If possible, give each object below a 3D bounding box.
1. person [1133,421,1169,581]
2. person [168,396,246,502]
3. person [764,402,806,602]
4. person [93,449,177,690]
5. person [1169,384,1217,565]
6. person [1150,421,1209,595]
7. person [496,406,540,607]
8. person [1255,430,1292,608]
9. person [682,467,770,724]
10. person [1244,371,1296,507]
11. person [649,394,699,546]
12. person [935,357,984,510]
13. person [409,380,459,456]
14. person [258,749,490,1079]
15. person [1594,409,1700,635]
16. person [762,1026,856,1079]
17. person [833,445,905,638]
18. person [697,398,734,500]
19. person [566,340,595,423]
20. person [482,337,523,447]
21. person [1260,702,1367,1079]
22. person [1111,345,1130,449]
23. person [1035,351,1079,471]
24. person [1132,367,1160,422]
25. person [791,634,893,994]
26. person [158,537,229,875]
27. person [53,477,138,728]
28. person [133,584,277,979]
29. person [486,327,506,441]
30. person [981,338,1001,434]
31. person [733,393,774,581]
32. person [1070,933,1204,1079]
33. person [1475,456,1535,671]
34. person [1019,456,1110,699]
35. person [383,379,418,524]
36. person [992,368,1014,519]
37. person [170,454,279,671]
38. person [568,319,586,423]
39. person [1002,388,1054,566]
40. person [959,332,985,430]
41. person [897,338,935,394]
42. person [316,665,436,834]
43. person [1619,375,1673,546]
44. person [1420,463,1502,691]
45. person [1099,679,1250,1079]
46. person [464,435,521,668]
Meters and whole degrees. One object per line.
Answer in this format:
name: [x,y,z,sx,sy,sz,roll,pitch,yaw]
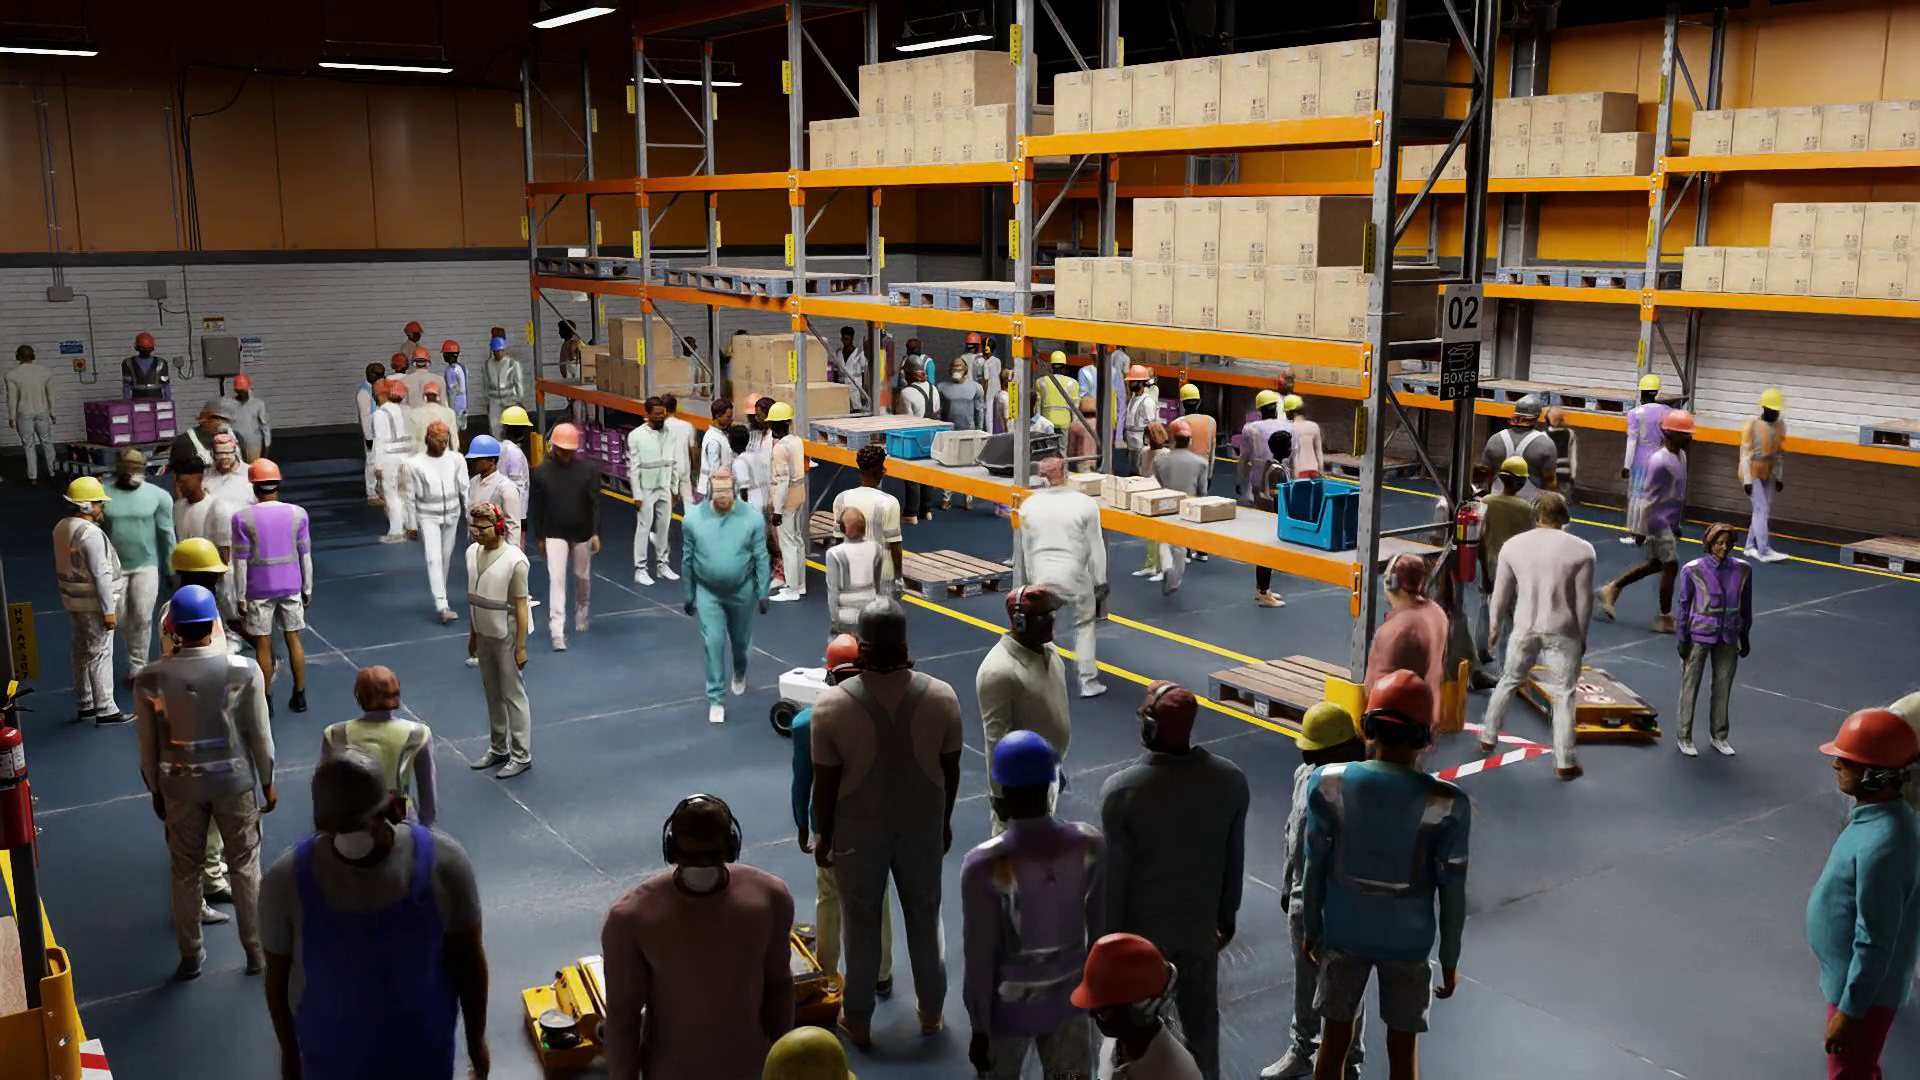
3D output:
person: [1.981,-0.398,16.936,0.268,1.630,0.507,-6,12,-27]
person: [-7.138,-0.397,15.885,0.541,2.000,0.721,10,15,41]
person: [-1.689,-0.365,16.012,0.382,1.924,0.594,2,11,12]
person: [-6.477,0.236,12.988,0.676,1.899,0.543,-4,12,-21]
person: [2.448,-0.696,17.722,0.585,1.921,0.383,-6,12,-27]
person: [2.103,-0.280,16.101,0.605,1.717,0.645,1,11,4]
person: [-4.206,-0.308,15.757,0.395,1.919,0.582,-5,12,-24]
person: [2.983,-0.205,15.817,0.322,1.687,0.533,1,11,3]
person: [-1.754,0.358,12.477,0.650,1.876,0.880,-2,11,-9]
person: [3.987,-1.226,20.799,0.996,1.792,0.573,8,13,35]
person: [-3.113,-0.697,18.133,0.533,1.760,1.123,-6,13,-28]
person: [-0.017,-1.335,20.948,0.635,1.936,0.352,1,11,3]
person: [-6.338,-1.048,20.027,0.580,1.726,0.629,-1,11,-6]
person: [-1.886,1.641,5.456,0.688,2.000,0.767,-5,12,-25]
person: [6.161,-0.180,14.840,0.881,2.020,0.596,8,14,37]
person: [-0.392,2.045,4.181,0.486,1.733,0.326,9,14,39]
person: [-0.682,0.240,12.814,0.603,1.966,0.368,6,13,29]
person: [-2.409,-0.459,16.554,0.399,1.909,0.600,-1,11,-4]
person: [-5.908,-2.259,26.109,0.533,1.772,0.296,0,11,1]
person: [-6.838,-2.098,24.955,0.624,1.901,0.992,0,11,0]
person: [1.511,1.507,6.924,0.308,1.736,0.485,-7,13,-33]
person: [2.531,-2.363,26.481,0.348,1.836,0.517,-8,14,-35]
person: [1.285,-1.552,22.126,0.581,1.919,0.399,1,11,5]
person: [2.579,-1.595,23.090,0.506,1.625,0.281,-10,15,-41]
person: [-0.520,1.307,7.929,0.564,1.743,0.351,-1,11,-3]
person: [-4.277,0.929,9.409,0.385,1.920,0.585,-1,11,-6]
person: [-6.308,0.448,12.102,0.600,1.827,0.404,8,14,37]
person: [-3.655,1.175,8.109,0.607,1.940,0.416,-2,11,-12]
person: [-7.641,-2.572,27.451,0.354,1.878,0.582,-5,12,-25]
person: [0.457,-2.129,25.219,0.328,1.862,0.510,5,12,25]
person: [-2.049,-0.527,16.851,0.545,1.929,0.386,3,11,13]
person: [0.532,1.946,4.779,0.721,1.713,0.572,-4,12,-20]
person: [4.469,0.190,13.604,0.341,1.760,0.525,-7,13,-32]
person: [0.793,0.298,12.774,0.712,1.877,0.475,5,12,25]
person: [-6.762,-1.064,20.040,0.341,1.747,0.570,6,12,26]
person: [0.567,-1.185,20.422,0.346,1.845,0.505,-3,11,-13]
person: [-5.755,0.267,12.821,0.601,1.925,0.992,3,12,17]
person: [-6.615,-2.816,28.550,0.378,1.932,0.626,0,11,-1]
person: [0.725,-0.653,17.510,0.599,1.915,0.376,9,14,39]
person: [0.188,-2.207,25.446,0.543,1.929,0.387,8,14,37]
person: [-0.693,-2.164,25.451,0.631,1.837,0.428,6,13,29]
person: [-2.741,1.381,7.852,0.532,1.611,0.574,-3,11,-15]
person: [7.716,-0.895,18.722,0.589,1.928,0.384,-3,12,-16]
person: [3.956,0.276,13.081,0.571,1.785,0.959,-11,15,-43]
person: [0.807,1.497,6.587,0.660,1.912,0.430,-4,12,-21]
person: [-3.803,0.109,13.531,0.603,1.949,0.389,9,14,38]
